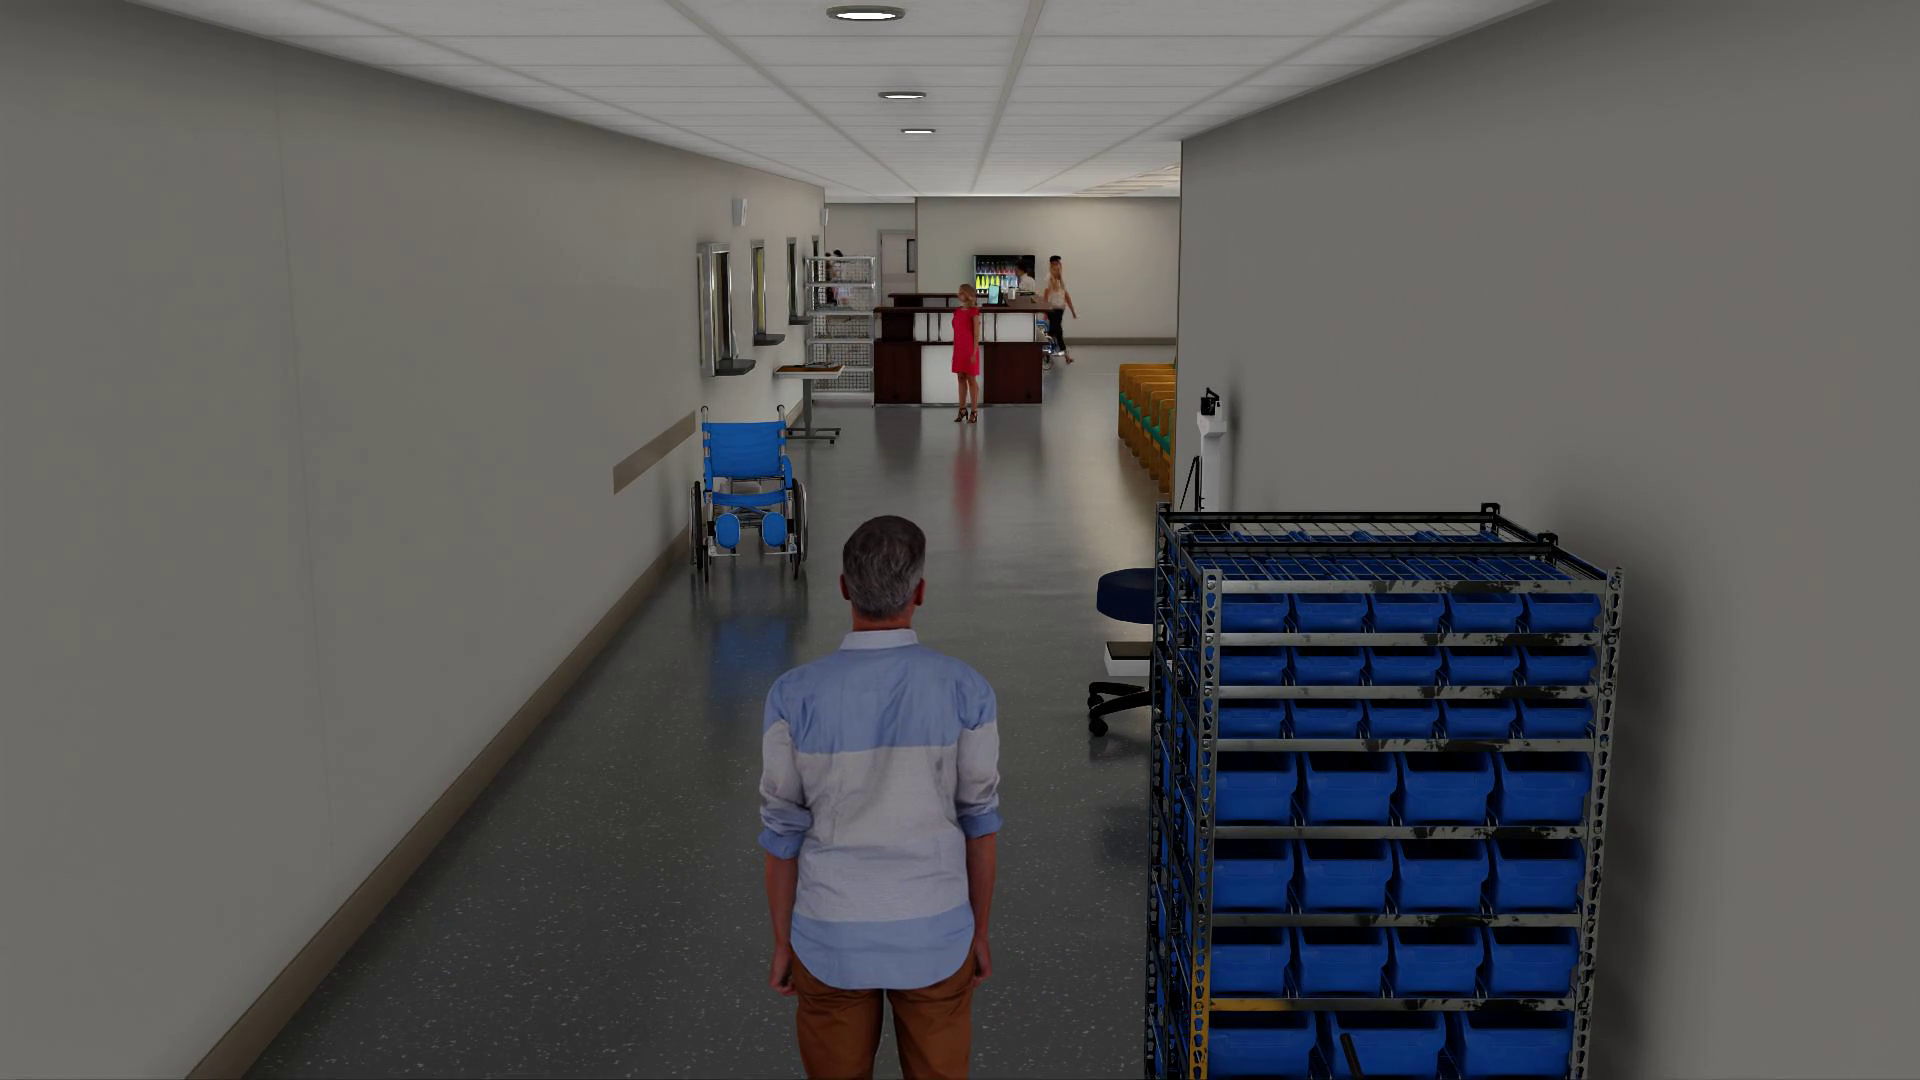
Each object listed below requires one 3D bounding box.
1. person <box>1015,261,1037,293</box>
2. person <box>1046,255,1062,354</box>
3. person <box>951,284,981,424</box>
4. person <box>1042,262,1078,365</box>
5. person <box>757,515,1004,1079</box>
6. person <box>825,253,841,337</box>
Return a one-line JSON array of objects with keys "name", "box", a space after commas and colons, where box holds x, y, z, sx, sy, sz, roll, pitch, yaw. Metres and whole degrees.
[{"name": "person", "box": [1.277, -4.062, 29.706, 0.745, 1.772, 0.797, 4, 11, 20]}, {"name": "person", "box": [1.816, -4.549, 32.051, 0.714, 1.854, 0.743, 5, 12, 23]}, {"name": "person", "box": [0.088, -2.339, 20.748, 0.721, 1.726, 0.665, -10, 15, -43]}, {"name": "person", "box": [1.581, -3.898, 28.876, 1.258, 1.759, 1.195, 9, 14, 40]}, {"name": "person", "box": [-0.168, 0.850, 3.675, 0.511, 1.826, 0.759, -1, 11, -4]}, {"name": "person", "box": [-2.868, -5.172, 35.412, 0.796, 1.825, 0.850, 8, 13, 36]}]
